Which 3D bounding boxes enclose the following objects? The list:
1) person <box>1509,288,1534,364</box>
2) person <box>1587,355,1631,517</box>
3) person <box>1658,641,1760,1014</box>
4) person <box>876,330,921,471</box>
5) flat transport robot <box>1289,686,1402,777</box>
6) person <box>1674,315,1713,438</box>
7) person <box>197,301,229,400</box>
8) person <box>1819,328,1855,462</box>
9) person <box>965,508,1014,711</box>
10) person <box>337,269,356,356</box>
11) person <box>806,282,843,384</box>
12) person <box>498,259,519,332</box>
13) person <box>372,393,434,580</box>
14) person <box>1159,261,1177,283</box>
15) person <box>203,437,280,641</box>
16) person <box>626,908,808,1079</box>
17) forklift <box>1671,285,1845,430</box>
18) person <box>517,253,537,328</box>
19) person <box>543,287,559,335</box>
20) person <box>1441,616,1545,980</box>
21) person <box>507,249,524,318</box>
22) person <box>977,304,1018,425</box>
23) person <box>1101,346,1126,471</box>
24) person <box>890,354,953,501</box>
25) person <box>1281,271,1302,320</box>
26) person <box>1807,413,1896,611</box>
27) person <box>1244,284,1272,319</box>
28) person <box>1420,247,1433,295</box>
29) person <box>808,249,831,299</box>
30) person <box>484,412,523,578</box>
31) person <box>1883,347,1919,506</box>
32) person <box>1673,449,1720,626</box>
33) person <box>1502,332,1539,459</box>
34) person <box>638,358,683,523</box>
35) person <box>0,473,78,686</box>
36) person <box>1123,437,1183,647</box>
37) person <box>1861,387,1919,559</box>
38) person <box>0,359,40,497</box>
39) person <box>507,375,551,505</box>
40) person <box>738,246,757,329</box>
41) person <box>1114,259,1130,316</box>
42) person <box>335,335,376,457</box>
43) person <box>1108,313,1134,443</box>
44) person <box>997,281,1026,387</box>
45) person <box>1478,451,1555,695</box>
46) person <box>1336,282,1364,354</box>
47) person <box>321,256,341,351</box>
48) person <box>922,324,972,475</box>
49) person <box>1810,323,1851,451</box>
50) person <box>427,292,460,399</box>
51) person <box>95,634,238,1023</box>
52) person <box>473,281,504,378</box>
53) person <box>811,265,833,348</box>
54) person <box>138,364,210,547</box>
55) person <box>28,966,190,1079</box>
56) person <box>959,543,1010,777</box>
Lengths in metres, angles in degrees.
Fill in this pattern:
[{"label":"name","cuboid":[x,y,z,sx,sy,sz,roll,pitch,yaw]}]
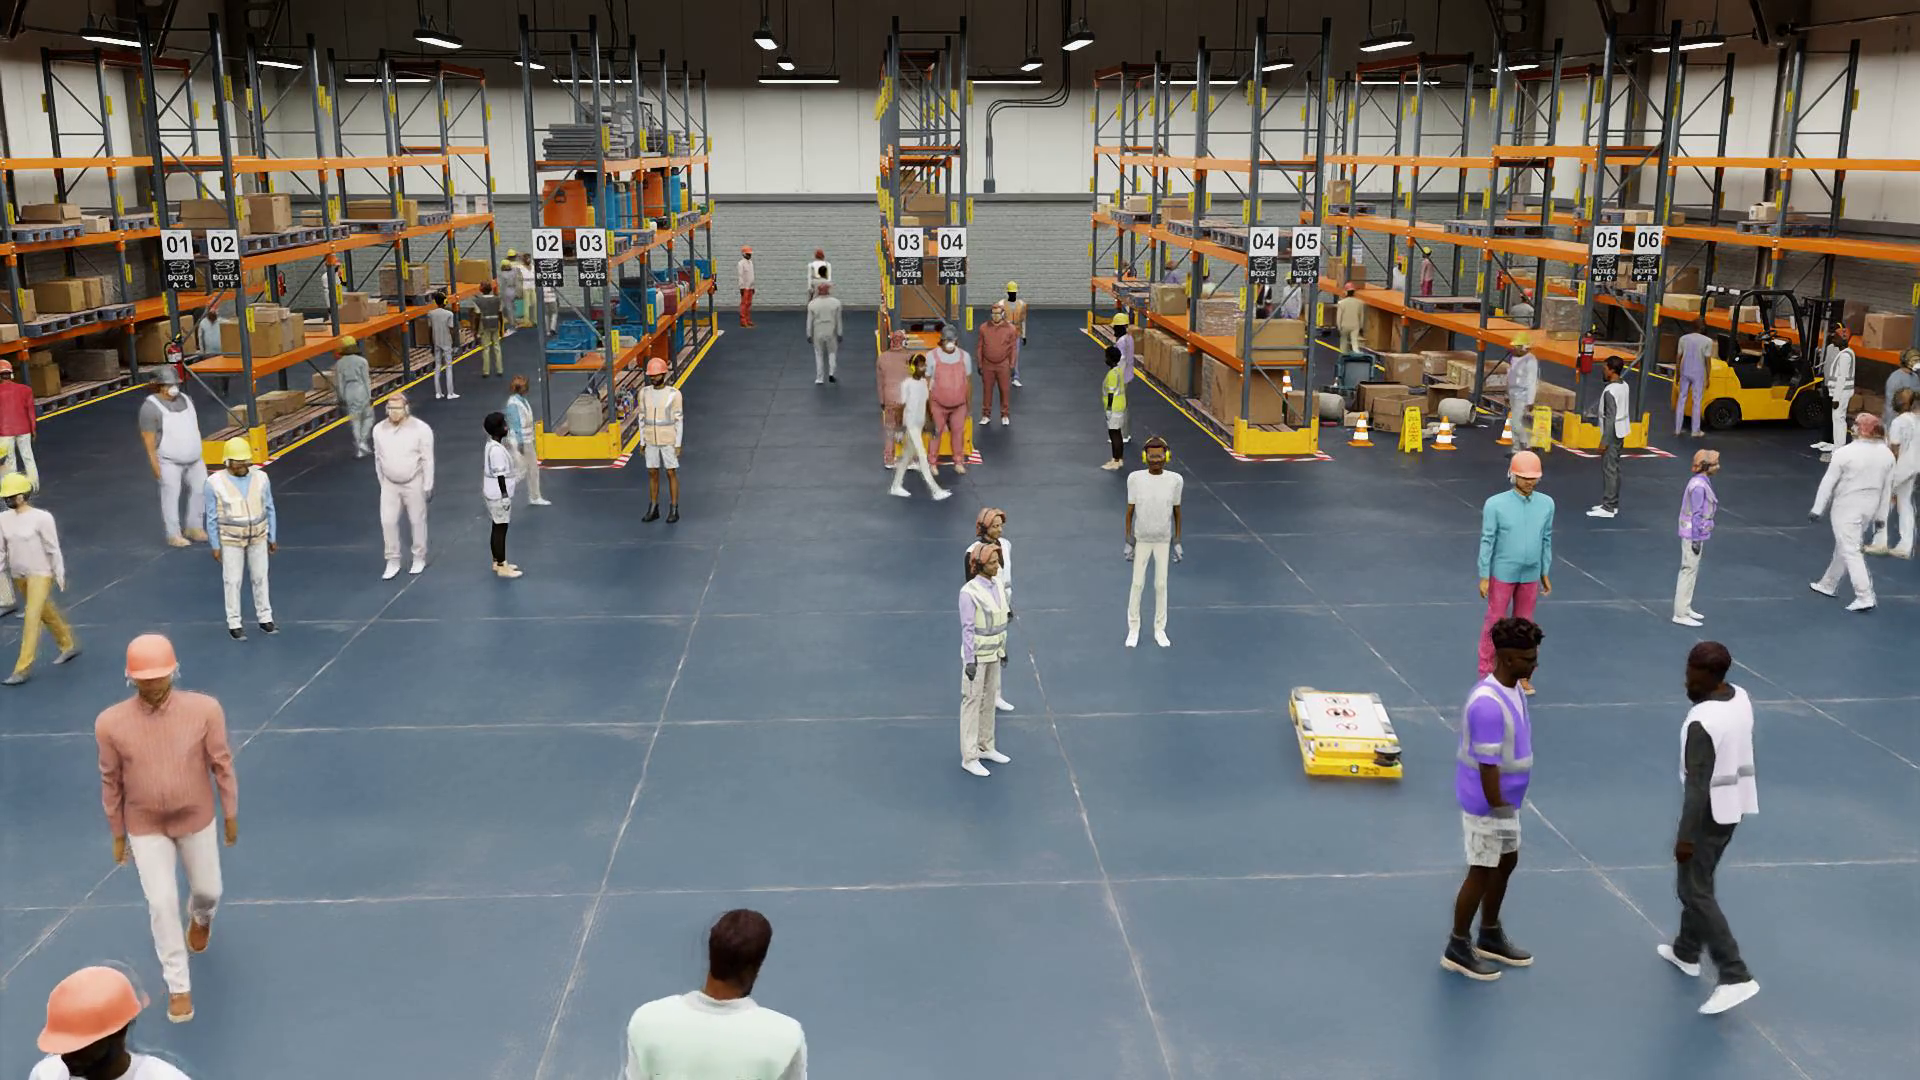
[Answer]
[{"label":"person","cuboid":[10.547,-3.832,31.141,0.355,1.744,0.565,-8,15,-30]},{"label":"person","cuboid":[7.727,-1.224,19.719,0.399,1.918,0.590,9,16,34]},{"label":"person","cuboid":[3.953,1.424,8.576,0.750,1.889,0.674,-11,17,-38]},{"label":"person","cuboid":[-0.807,-1.893,22.576,0.642,1.908,0.407,7,15,26]},{"label":"flat transport robot","cuboid":[2.806,1.385,12.192,0.652,0.197,1.431,1,13,6]},{"label":"person","cuboid":[11.090,-2.474,25.165,0.517,1.843,0.326,13,18,43]},{"label":"person","cuboid":[-12.977,-3.315,29.025,0.582,1.702,0.895,-4,14,-15]},{"label":"person","cuboid":[12.266,-2.021,23.192,0.350,1.877,0.577,8,15,29]},{"label":"person","cuboid":[0.225,0.555,12.774,0.306,1.639,0.523,10,17,36]},{"label":"person","cuboid":[-12.509,-4.582,33.933,0.389,1.930,0.539,10,16,35]},{"label":"person","cuboid":[-2.506,-3.817,30.769,0.701,1.890,0.434,-3,14,-11]},{"label":"person","cuboid":[-10.712,-5.796,39.494,0.438,1.711,0.516,7,15,28]},{"label":"person","cuboid":[-5.656,-0.537,16.882,0.653,1.883,0.739,0,13,-2]},{"label":"person","cuboid":[5.148,-6.129,41.232,0.507,1.589,0.857,-3,14,-11]},{"label":"person","cuboid":[-6.379,-0.020,14.815,0.598,1.822,0.408,-12,18,-42]},{"label":"person","cuboid":[-0.818,2.149,5.519,0.633,1.870,0.507,2,13,6]},{"label":"forklift","cuboid":[12.503,-2.886,26.166,2.313,2.155,1.214,-1,13,-3]},{"label":"person","cuboid":[-10.380,-6.034,40.291,0.657,1.826,0.585,10,17,36]},{"label":"person","cuboid":[-9.601,-5.579,38.815,0.515,1.623,0.361,-1,13,-3]},{"label":"person","cuboid":[2.825,1.350,8.727,0.414,1.948,0.626,9,16,32]},{"label":"person","cuboid":[-11.463,-6.589,42.795,0.343,1.758,0.520,0,13,1]},{"label":"person","cuboid":[0.576,-2.764,26.264,0.641,1.909,0.409,2,13,8]},{"label":"person","cuboid":[2.091,-1.791,22.608,0.322,1.689,0.530,3,14,14]},{"label":"person","cuboid":[-0.499,-1.400,20.672,0.965,1.815,0.548,8,15,30]},{"label":"person","cuboid":[7.025,-4.796,35.228,0.349,1.747,0.548,-8,15,-29]},{"label":"person","cuboid":[8.514,-0.279,15.852,0.651,1.866,0.980,-4,14,-15]},{"label":"person","cuboid":[5.883,-4.399,32.999,0.627,2.027,0.759,1,13,4]},{"label":"person","cuboid":[12.262,-6.826,43.801,0.351,1.759,0.523,12,18,41]},{"label":"person","cuboid":[-3.493,-6.277,41.283,0.574,1.858,0.824,1,13,4]},{"label":"person","cuboid":[-4.683,-0.462,16.955,0.318,1.700,0.535,-6,14,-23]},{"label":"person","cuboid":[11.520,-1.394,20.392,0.637,1.938,0.357,-11,17,-40]},{"label":"person","cuboid":[6.755,-0.029,15.273,0.312,1.631,0.516,6,15,25]},{"label":"person","cuboid":[7.811,-2.002,23.239,0.418,1.819,0.608,-1,13,-4]},{"label":"person","cuboid":[-3.498,-1.162,19.409,0.543,1.938,0.356,3,14,13]},{"label":"person","cuboid":[-7.702,0.285,13.755,0.545,1.715,0.925,3,14,13]},{"label":"person","cuboid":[1.691,0.018,14.556,0.519,1.874,0.331,0,13,2]},{"label":"person","cuboid":[9.969,-0.715,17.734,0.568,1.830,0.619,-8,16,-32]},{"label":"person","cuboid":[-11.796,-1.371,20.694,0.339,1.747,0.573,10,17,36]},{"label":"person","cuboid":[-5.342,-1.196,20.225,0.503,1.627,0.528,1,13,4]},{"label":"person","cuboid":[-5.164,-6.146,40.401,0.391,1.992,0.623,5,14,19]},{"label":"person","cuboid":[4.023,-6.113,41.049,0.516,1.633,0.317,-2,13,-10]},{"label":"person","cuboid":[-8.551,-2.037,23.567,0.509,1.714,0.376,2,13,7]},{"label":"person","cuboid":[2.382,-2.398,24.667,0.377,1.925,0.594,4,14,17]},{"label":"person","cuboid":[0.938,-3.764,30.453,0.584,1.928,0.373,-4,14,-15]},{"label":"person","cuboid":[4.423,0.270,13.222,0.621,1.992,0.397,-3,14,-11]},{"label":"person","cuboid":[7.709,-4.221,32.834,0.569,1.727,0.794,0,13,-2]},{"label":"person","cuboid":[-13.461,-5.104,35.883,0.373,2.043,0.615,2,13,10]},{"label":"person","cuboid":[-0.152,-1.877,22.220,0.685,2.000,0.536,-4,14,-15]},{"label":"person","cuboid":[12.616,-2.211,24.032,0.323,1.861,0.502,-1,13,-6]},{"label":"person","cuboid":[-9.016,-3.388,29.013,0.509,1.862,0.319,2,13,10]},{"label":"person","cuboid":[-4.033,1.395,8.516,0.622,1.974,0.769,-6,15,-25]},{"label":"person","cuboid":[-8.967,-4.007,31.677,0.424,1.840,0.595,13,18,43]},{"label":"person","cuboid":[-3.006,-5.026,35.998,0.522,1.844,0.880,0,13,1]},{"label":"person","cuboid":[-8.567,-0.929,18.203,0.561,2.000,0.700,7,15,28]},{"label":"person","cuboid":[-2.627,2.184,5.330,0.561,1.910,0.918,3,14,13]},{"label":"person","cuboid":[0.166,0.819,11.657,0.308,1.640,0.510,8,15,29]}]
